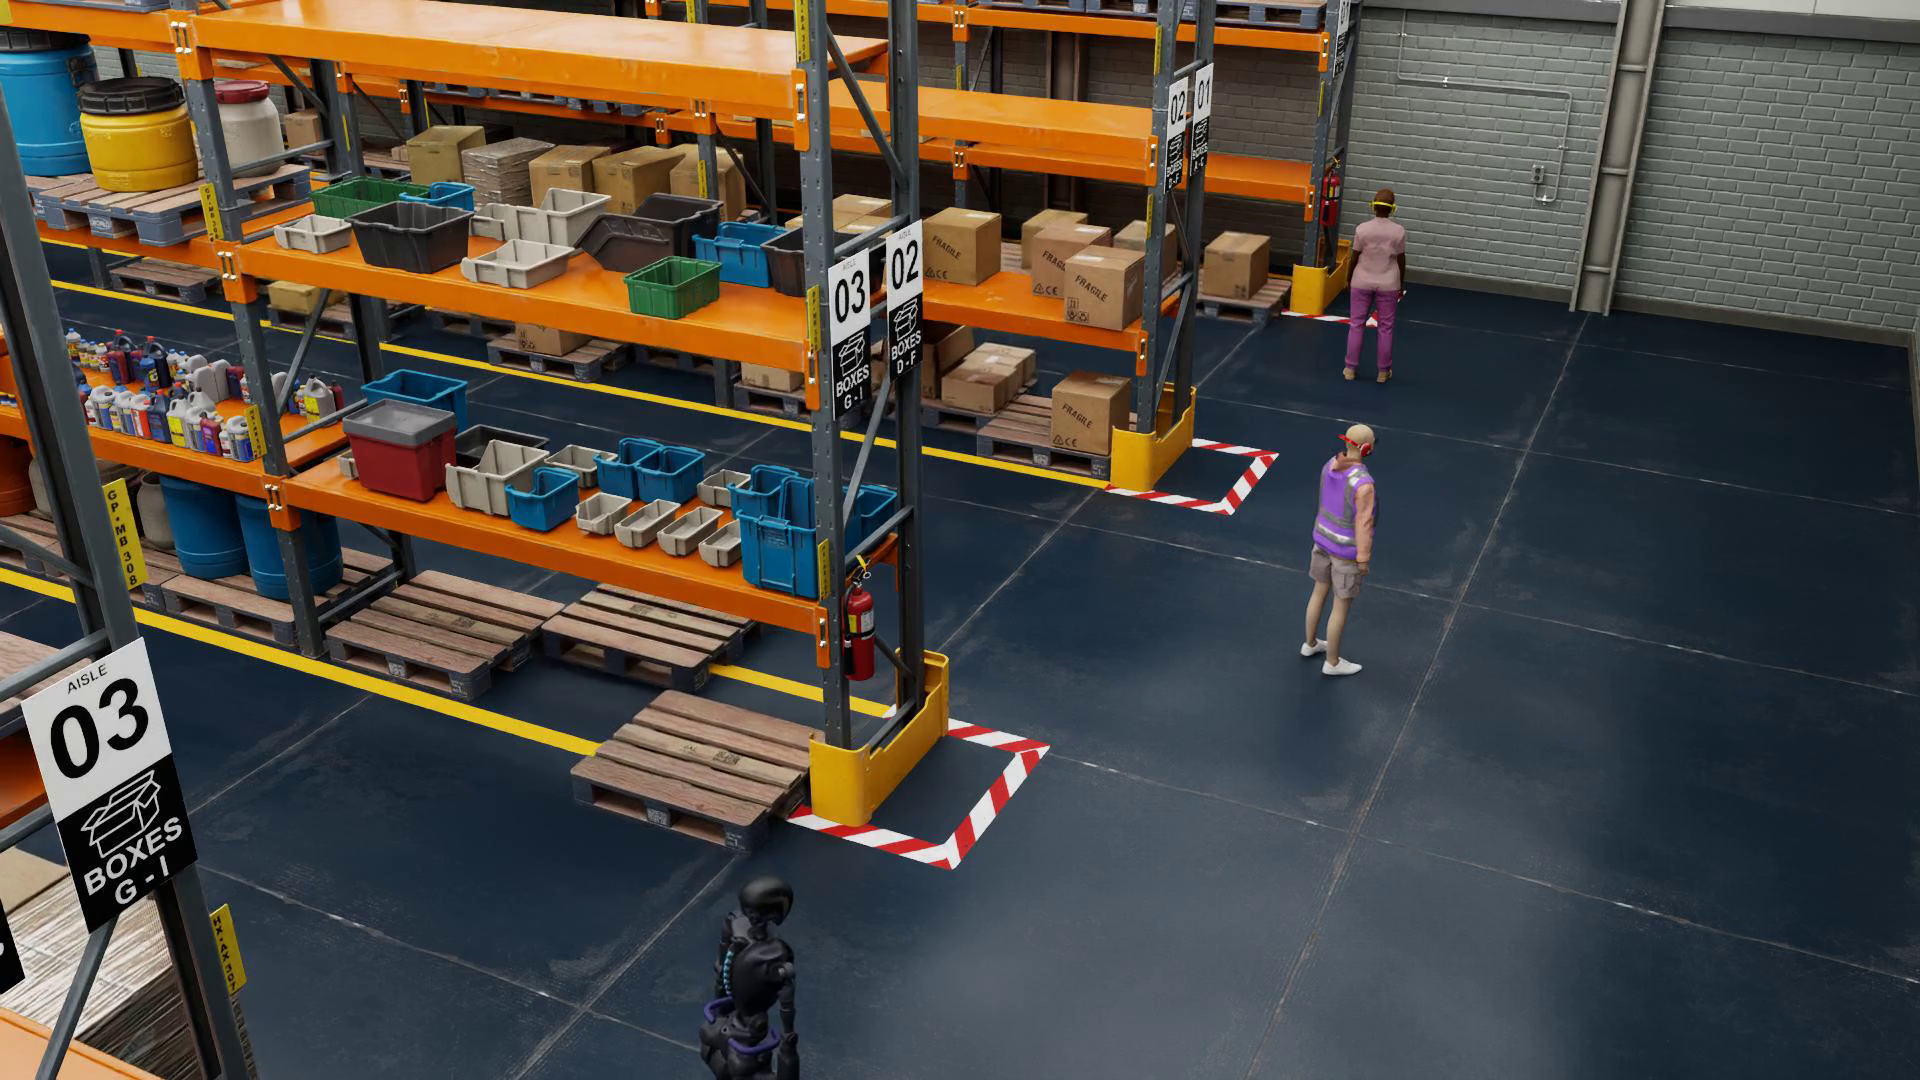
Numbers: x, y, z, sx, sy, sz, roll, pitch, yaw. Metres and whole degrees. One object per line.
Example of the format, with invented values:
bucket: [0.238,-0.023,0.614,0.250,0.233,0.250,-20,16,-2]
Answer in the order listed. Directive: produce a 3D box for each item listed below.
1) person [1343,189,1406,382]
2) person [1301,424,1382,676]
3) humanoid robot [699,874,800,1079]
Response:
person: [3.826,-2.333,15.303,0.515,1.801,0.332,7,27,15]
person: [2.431,0.058,10.589,0.352,1.688,0.489,-11,28,-21]
humanoid robot: [-0.852,2.037,6.606,0.643,1.630,0.587,-20,32,-34]
